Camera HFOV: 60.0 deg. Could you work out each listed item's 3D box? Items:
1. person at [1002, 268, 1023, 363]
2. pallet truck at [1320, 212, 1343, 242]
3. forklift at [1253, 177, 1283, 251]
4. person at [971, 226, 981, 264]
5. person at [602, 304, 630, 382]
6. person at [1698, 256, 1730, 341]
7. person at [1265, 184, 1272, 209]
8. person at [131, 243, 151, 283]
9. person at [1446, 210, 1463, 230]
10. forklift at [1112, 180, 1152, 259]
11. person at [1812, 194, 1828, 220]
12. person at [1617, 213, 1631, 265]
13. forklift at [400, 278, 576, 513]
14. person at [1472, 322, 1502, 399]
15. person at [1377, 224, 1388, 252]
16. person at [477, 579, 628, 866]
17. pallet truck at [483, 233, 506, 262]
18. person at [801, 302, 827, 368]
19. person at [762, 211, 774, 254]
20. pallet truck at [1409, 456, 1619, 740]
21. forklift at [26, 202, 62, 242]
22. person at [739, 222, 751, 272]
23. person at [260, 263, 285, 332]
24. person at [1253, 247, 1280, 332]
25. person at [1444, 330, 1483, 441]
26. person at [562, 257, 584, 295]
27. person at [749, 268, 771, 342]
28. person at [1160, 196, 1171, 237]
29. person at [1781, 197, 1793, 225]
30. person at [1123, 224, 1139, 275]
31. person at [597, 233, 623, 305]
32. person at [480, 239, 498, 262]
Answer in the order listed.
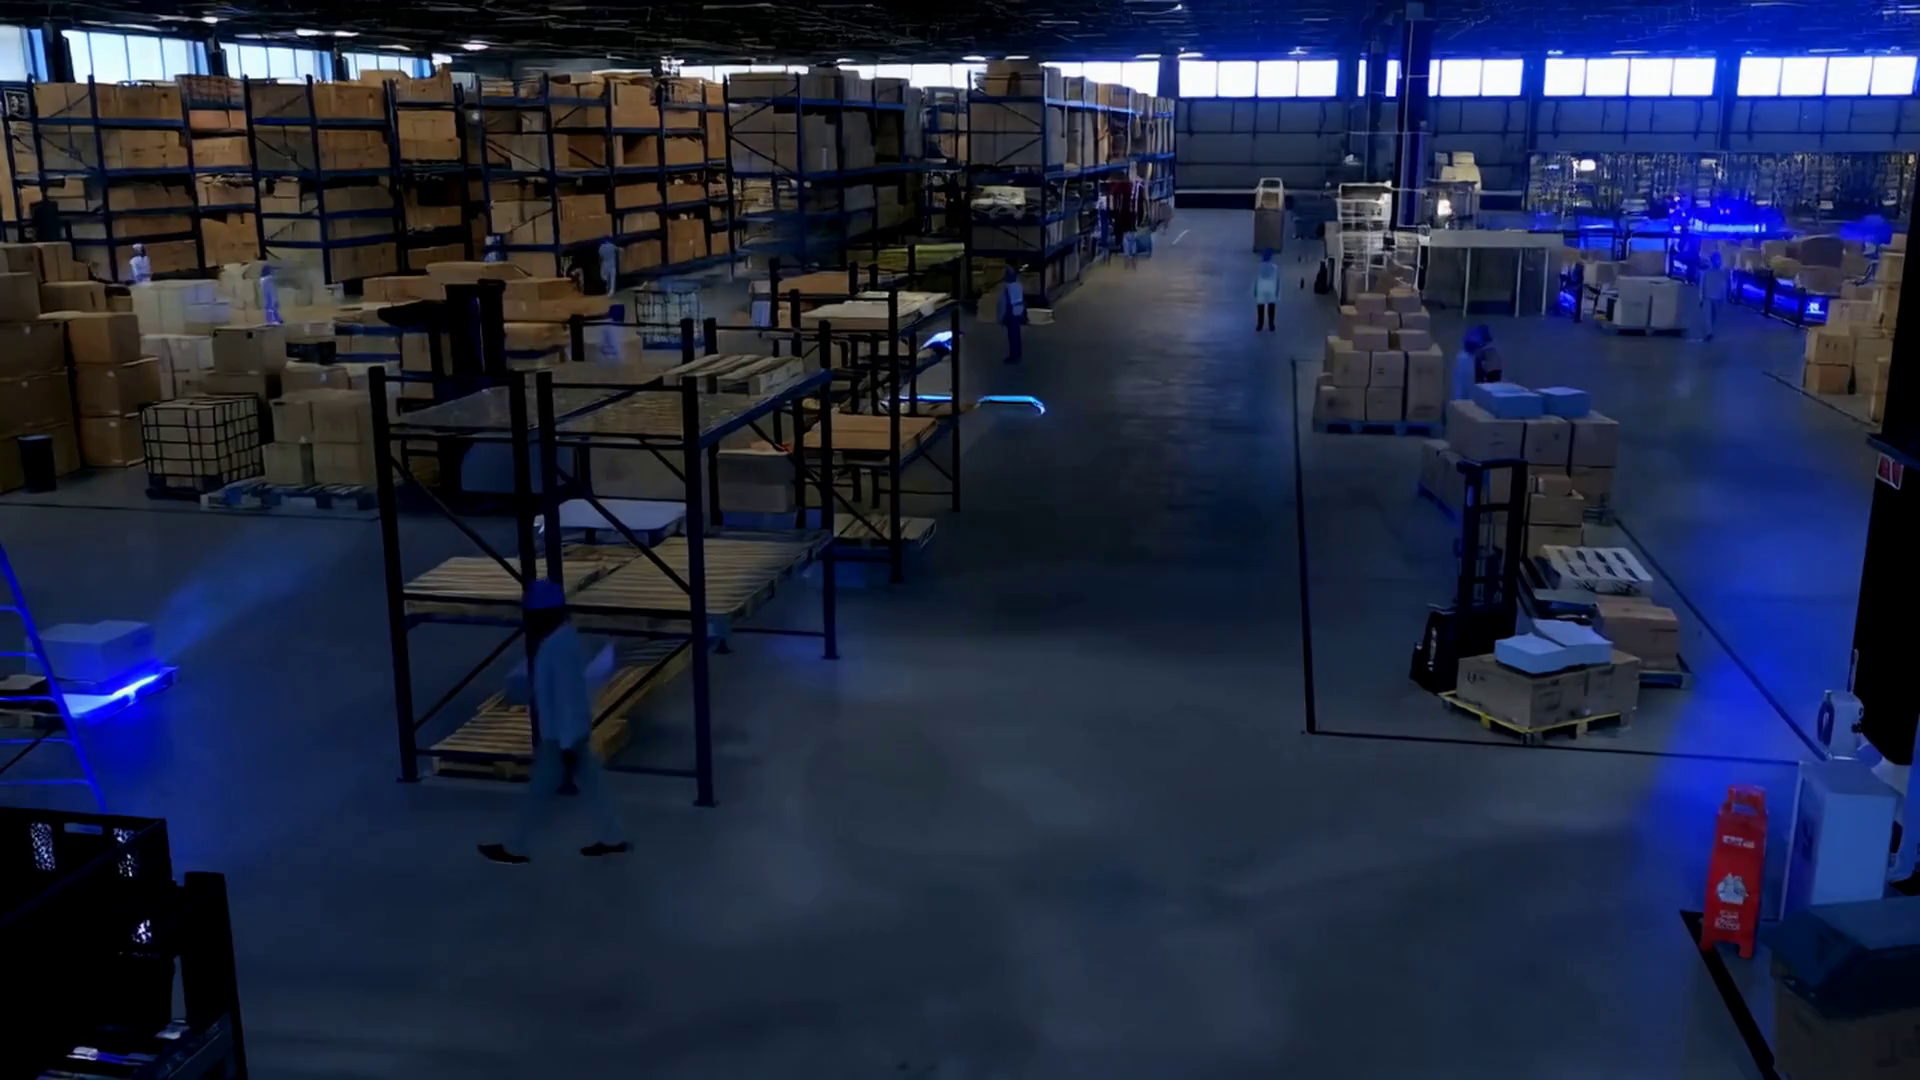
[{"bbox_3d":[1.071,-4.531,33.621,0.407,1.906,0.642,8,16,30],"label":"person"},{"bbox_3d":[15.874,-13.227,70.310,0.680,1.201,1.601,10,17,35],"label":"pallet truck"},{"bbox_3d":[12.083,-12.747,64.956,1.129,2.768,1.873,3,14,10],"label":"forklift"},{"bbox_3d":[0.555,-10.551,58.335,0.530,1.768,0.312,12,18,40],"label":"person"},{"bbox_3d":[-5.660,-2.983,27.494,0.444,1.820,0.639,-8,16,-30],"label":"person"},{"bbox_3d":[16.949,-5.457,37.430,0.639,1.871,0.881,5,15,18],"label":"person"},{"bbox_3d":[15.386,-16.724,82.924,0.379,1.996,0.609,8,16,28],"label":"person"},{"bbox_3d":[-20.331,-6.441,41.428,1.078,1.872,0.548,8,16,28],"label":"person"},{"bbox_3d":[16.433,-9.946,55.305,0.605,2.045,0.377,-4,14,-17],"label":"person"},{"bbox_3d":[6.082,-11.722,60.796,1.873,2.768,1.129,2,14,9],"label":"forklift"},{"bbox_3d":[39.596,-15.043,76.558,0.604,1.783,0.949,3,14,11],"label":"person"},{"bbox_3d":[23.193,-10.512,58.074,0.403,1.819,0.601,9,16,32],"label":"person"},{"bbox_3d":[-5.851,-1.785,20.452,1.873,2.768,1.129,3,14,10],"label":"forklift"},{"bbox_3d":[7.504,-2.192,23.832,0.932,2.000,0.766,-2,14,-9],"label":"person"},{"bbox_3d":[14.188,-9.842,55.780,0.348,1.607,0.656,12,18,39],"label":"person"},{"bbox_3d":[-2.605,1.160,10.557,0.971,1.872,0.611,0,14,-1],"label":"person"},{"bbox_3d":[-11.832,-7.026,43.548,1.885,1.965,0.823,8,16,28],"label":"pallet truck"},{"bbox_3d":[-2.667,-3.718,30.388,0.509,1.868,0.328,3,14,10],"label":"person"},{"bbox_3d":[-7.273,-11.672,63.160,0.501,1.632,0.287,-1,14,-3],"label":"person"},{"bbox_3d":[4.504,0.400,13.395,0.823,1.965,1.885,-6,15,-23],"label":"pallet truck"},{"bbox_3d":[-23.119,-7.138,42.186,1.873,2.768,1.129,-1,14,-3],"label":"forklift"},{"bbox_3d":[-7.169,-9.786,55.397,0.317,1.686,0.573,8,16,28],"label":"person"},{"bbox_3d":[-15.887,-5.497,38.034,0.816,1.655,0.550,-8,16,-31],"label":"person"},{"bbox_3d":[7.149,-5.845,38.820,0.608,1.963,0.371,4,14,16],"label":"person"},{"bbox_3d":[7.143,-1.972,23.223,0.859,1.902,0.571,13,19,42],"label":"person"},{"bbox_3d":[-9.354,-6.024,40.234,0.524,1.632,0.314,-1,14,-2],"label":"person"},{"bbox_3d":[-4.438,-5.214,36.937,0.543,1.623,0.376,-5,15,-18],"label":"person"},{"bbox_3d":[9.113,-14.347,73.753,0.329,1.765,0.533,-11,17,-37],"label":"person"},{"bbox_3d":[35.744,-13.872,71.759,0.967,1.803,0.574,2,14,9],"label":"person"},{"bbox_3d":[5.520,-9.399,53.835,0.643,1.657,0.697,9,17,33],"label":"person"},{"bbox_3d":[-9.454,-7.362,45.098,0.635,1.910,0.828,2,14,9],"label":"person"},{"bbox_3d":[-12.000,-6.685,42.335,0.470,1.912,0.671,5,15,21],"label":"person"}]
